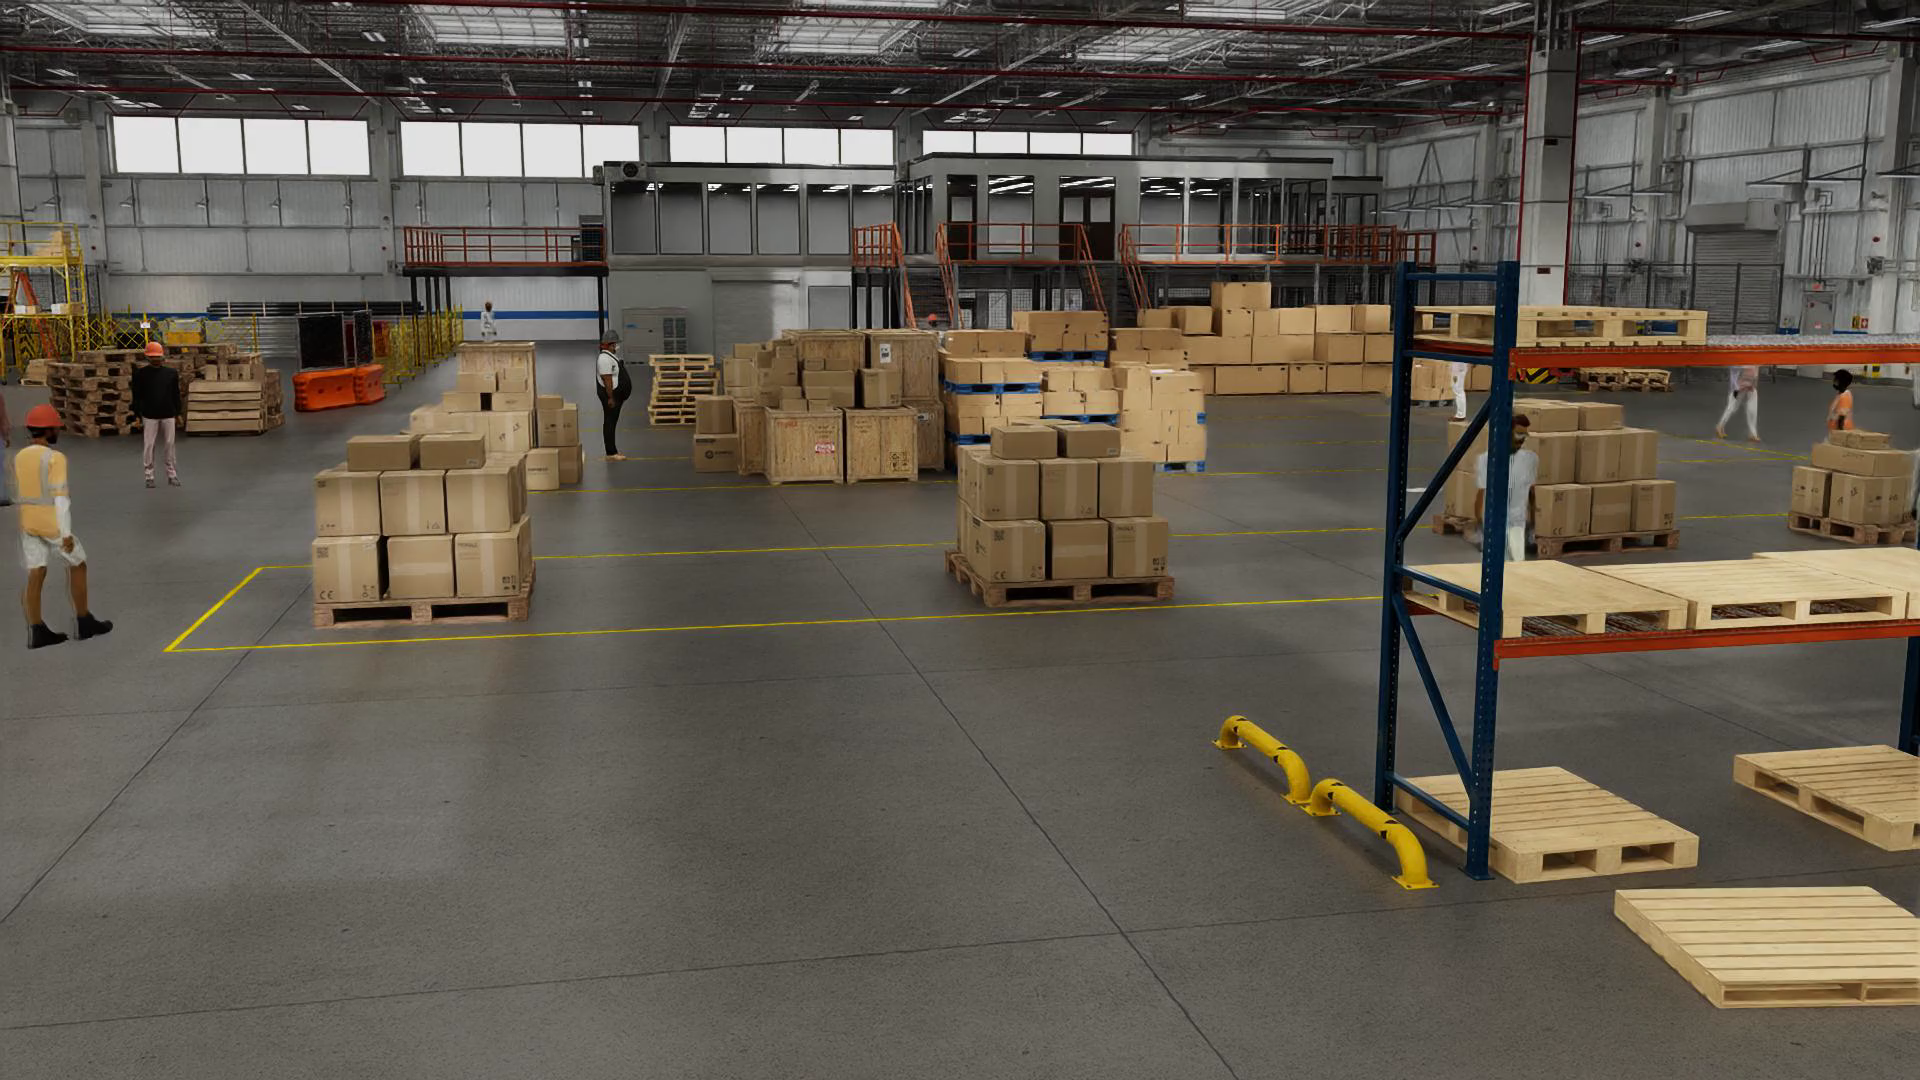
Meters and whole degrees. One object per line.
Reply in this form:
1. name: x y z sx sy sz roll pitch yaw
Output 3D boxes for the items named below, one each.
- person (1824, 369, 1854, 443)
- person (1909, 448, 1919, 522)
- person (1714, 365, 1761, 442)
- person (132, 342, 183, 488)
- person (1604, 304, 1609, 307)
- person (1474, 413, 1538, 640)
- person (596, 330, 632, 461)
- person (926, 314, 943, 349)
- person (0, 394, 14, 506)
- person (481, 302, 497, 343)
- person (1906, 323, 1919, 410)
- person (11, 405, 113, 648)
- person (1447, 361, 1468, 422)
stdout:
1. person: 11.694 -1.428 22.048 0.708 1.672 0.579 3 10 18
2. person: 8.759 -0.307 14.971 0.482 1.726 0.500 -3 10 -20
3. person: 13.554 -2.622 28.880 0.626 1.811 0.877 -2 10 -14
4. person: -10.970 -1.713 22.760 0.622 1.992 0.396 -7 12 -37
5. person: 19.405 -6.176 50.220 0.593 1.906 0.438 -3 10 -17
6. person: 4.342 -0.084 13.240 0.527 1.851 0.476 1 9 7
7. person: -5.392 -2.260 25.953 0.539 2.000 0.689 -2 9 -10
8. person: -0.599 -4.511 40.112 0.543 1.903 0.963 9 13 43
9. person: -12.213 -1.288 20.864 0.524 1.769 0.314 -3 10 -19
10. person: -15.443 -6.852 54.466 0.383 1.873 0.640 6 11 33
11. person: 20.360 -3.724 35.235 0.611 1.926 0.827 2 10 14
12. person: -7.197 -0.126 13.321 0.571 1.913 0.780 3 10 19
13. person: 9.669 -3.250 32.366 0.390 1.927 0.644 3 10 20
